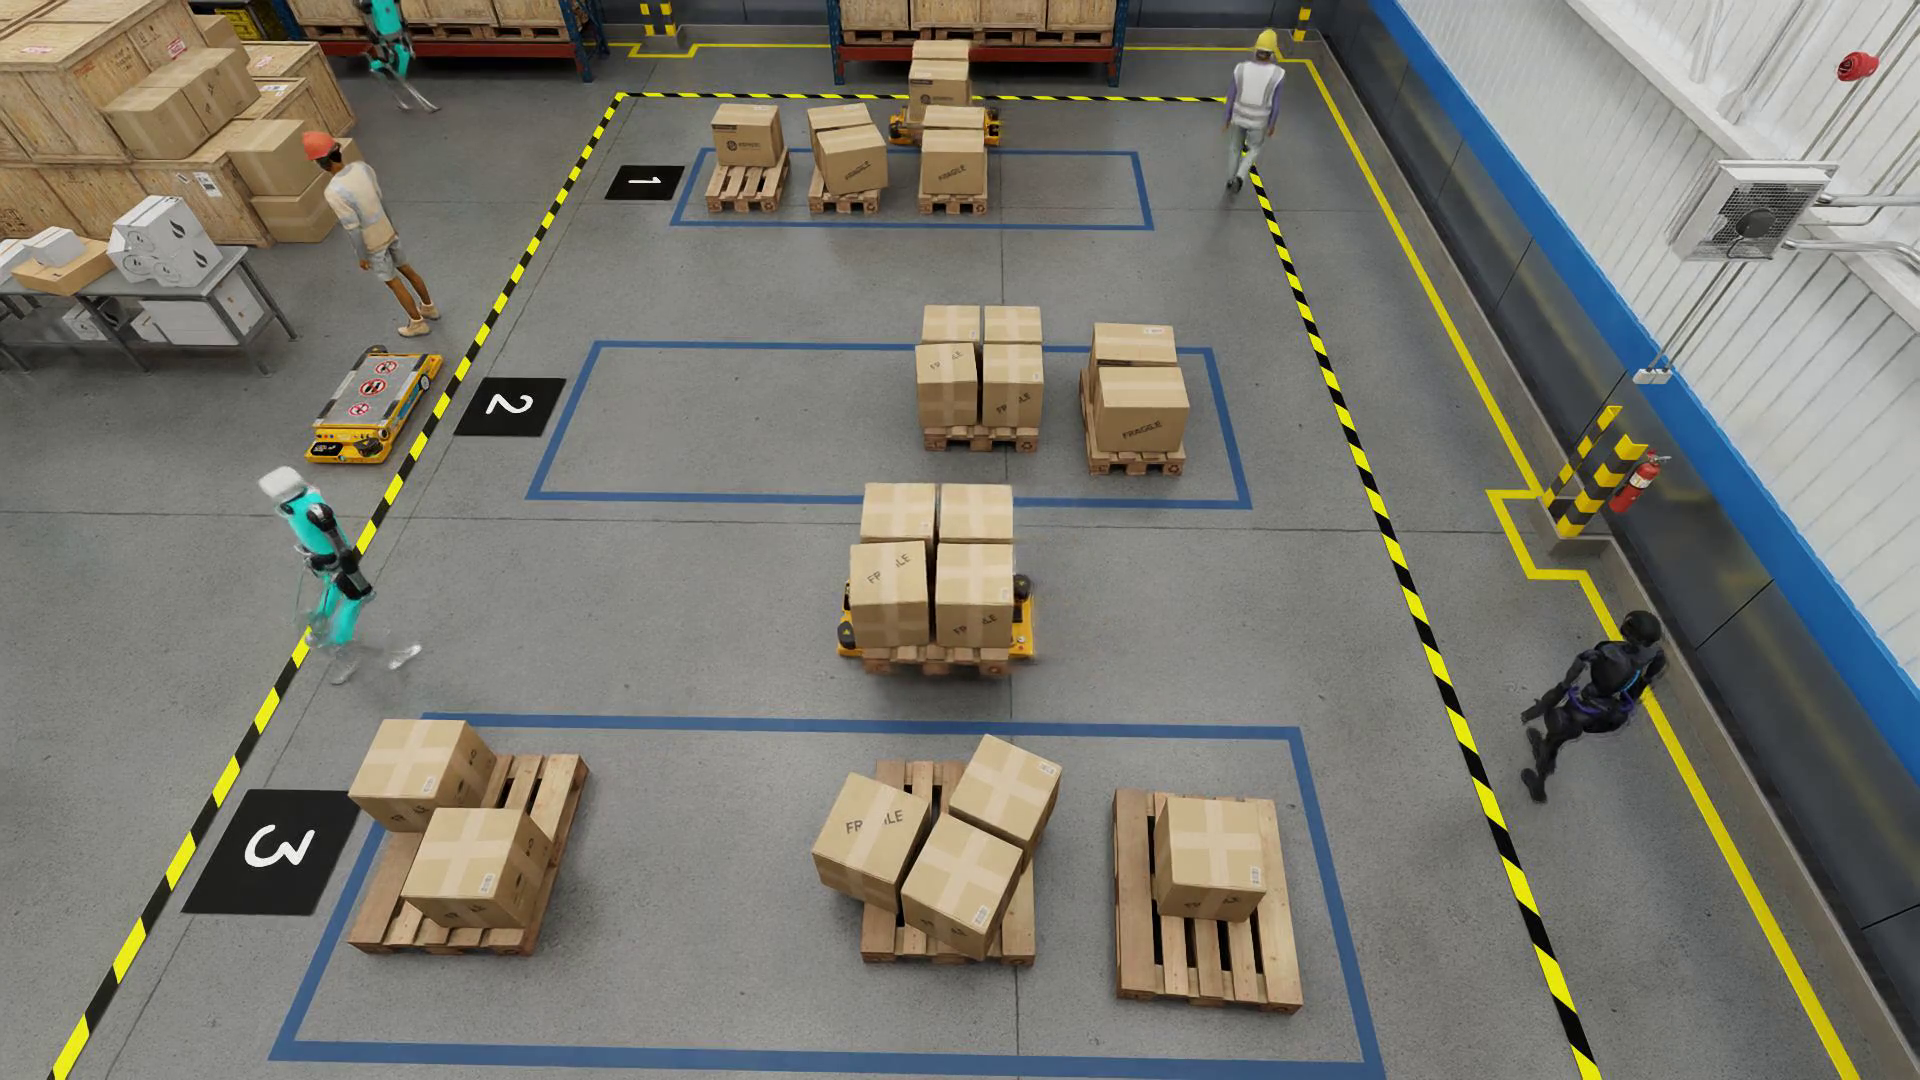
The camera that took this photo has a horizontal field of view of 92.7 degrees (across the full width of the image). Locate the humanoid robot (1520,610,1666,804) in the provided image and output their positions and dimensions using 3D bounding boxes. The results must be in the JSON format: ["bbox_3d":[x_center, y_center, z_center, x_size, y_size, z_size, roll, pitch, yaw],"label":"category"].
[{"bbox_3d":[3.816,1.014,5.594,0.610,1.640,0.535,-2,50,-2],"label":"humanoid robot"}]

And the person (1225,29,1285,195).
[{"bbox_3d":[3.291,-4.802,10.412,0.611,1.818,0.491,24,54,19],"label":"person"}]

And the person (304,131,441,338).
[{"bbox_3d":[-5.509,-2.833,8.606,0.375,2.040,0.606,4,50,3],"label":"person"}]

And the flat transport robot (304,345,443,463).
[{"bbox_3d":[-5.383,-1.269,8.441,0.659,0.231,1.431,1,50,1],"label":"flat transport robot"}]

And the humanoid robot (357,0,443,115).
[{"bbox_3d":[-7.339,-6.308,11.745,1.036,1.721,0.538,22,53,17],"label":"humanoid robot"}]

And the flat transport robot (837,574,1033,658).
[{"bbox_3d":[-0.178,0.554,6.880,1.431,0.197,0.652,1,50,1],"label":"flat transport robot"}]

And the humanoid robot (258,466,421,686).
[{"bbox_3d":[-4.295,0.398,6.106,0.536,1.816,0.848,25,54,20],"label":"humanoid robot"}]

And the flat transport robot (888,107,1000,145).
[{"bbox_3d":[-0.200,-5.402,11.919,1.431,0.197,0.652,1,50,1],"label":"flat transport robot"}]
